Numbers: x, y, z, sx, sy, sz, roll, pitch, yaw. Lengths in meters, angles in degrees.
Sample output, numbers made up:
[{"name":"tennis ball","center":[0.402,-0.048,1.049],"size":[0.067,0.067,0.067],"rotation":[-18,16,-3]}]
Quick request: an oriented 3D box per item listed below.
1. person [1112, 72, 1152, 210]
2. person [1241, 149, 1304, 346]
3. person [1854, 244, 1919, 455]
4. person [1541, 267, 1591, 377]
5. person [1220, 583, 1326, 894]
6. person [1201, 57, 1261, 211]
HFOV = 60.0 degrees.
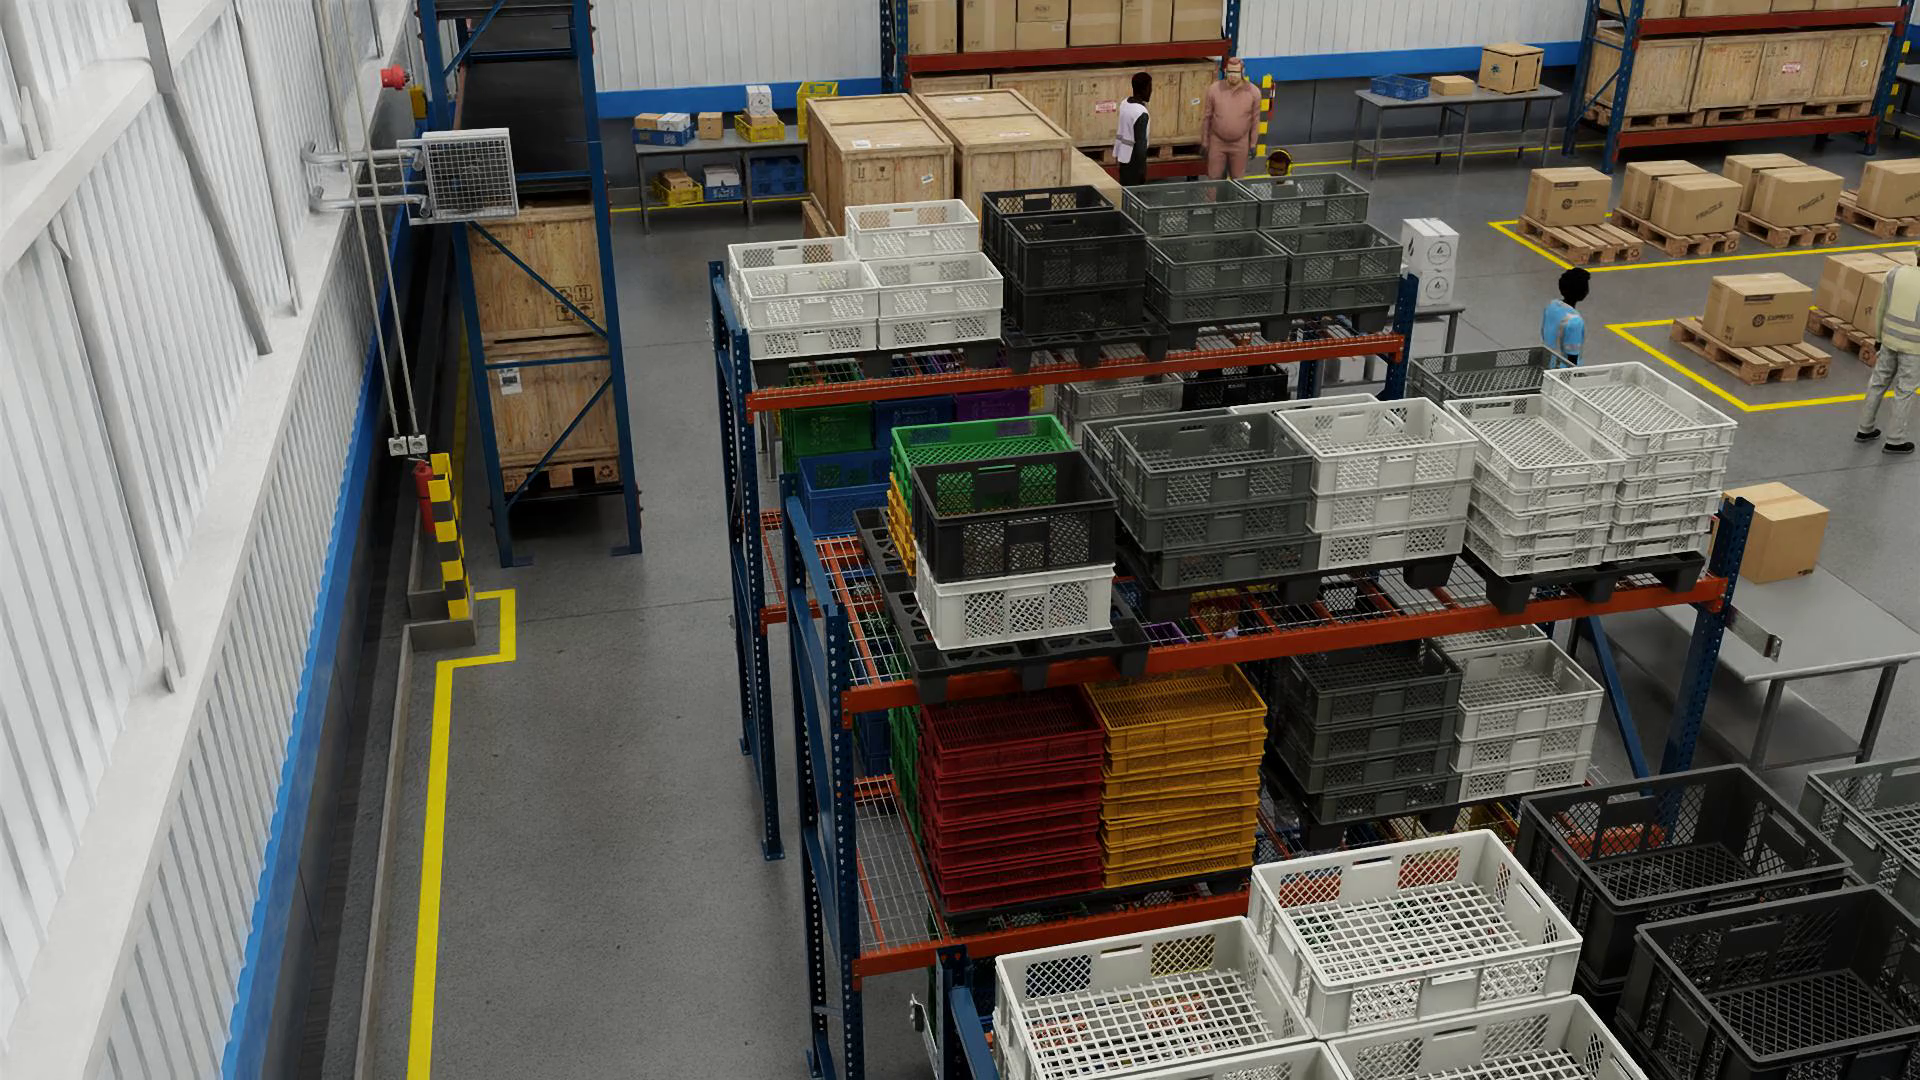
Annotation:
[{"name":"person","center":[1.868,-4.119,18.092],"size":[0.390,1.910,0.592],"rotation":[-7,29,-14]},{"name":"person","center":[2.904,-2.715,15.477],"size":[0.517,1.861,0.334],"rotation":[1,28,1]},{"name":"person","center":[7.628,-1.587,13.373],"size":[0.403,1.825,0.586],"rotation":[-12,30,-21]},{"name":"person","center":[4.665,-1.306,12.975],"size":[0.318,1.697,0.536],"rotation":[-3,28,-6]},{"name":"person","center":[1.568,1.025,8.308],"size":[0.635,1.935,0.375],"rotation":[5,28,9]},{"name":"person","center":[3.041,-4.486,18.787],"size":[0.652,1.906,0.402],"rotation":[4,28,8]}]
